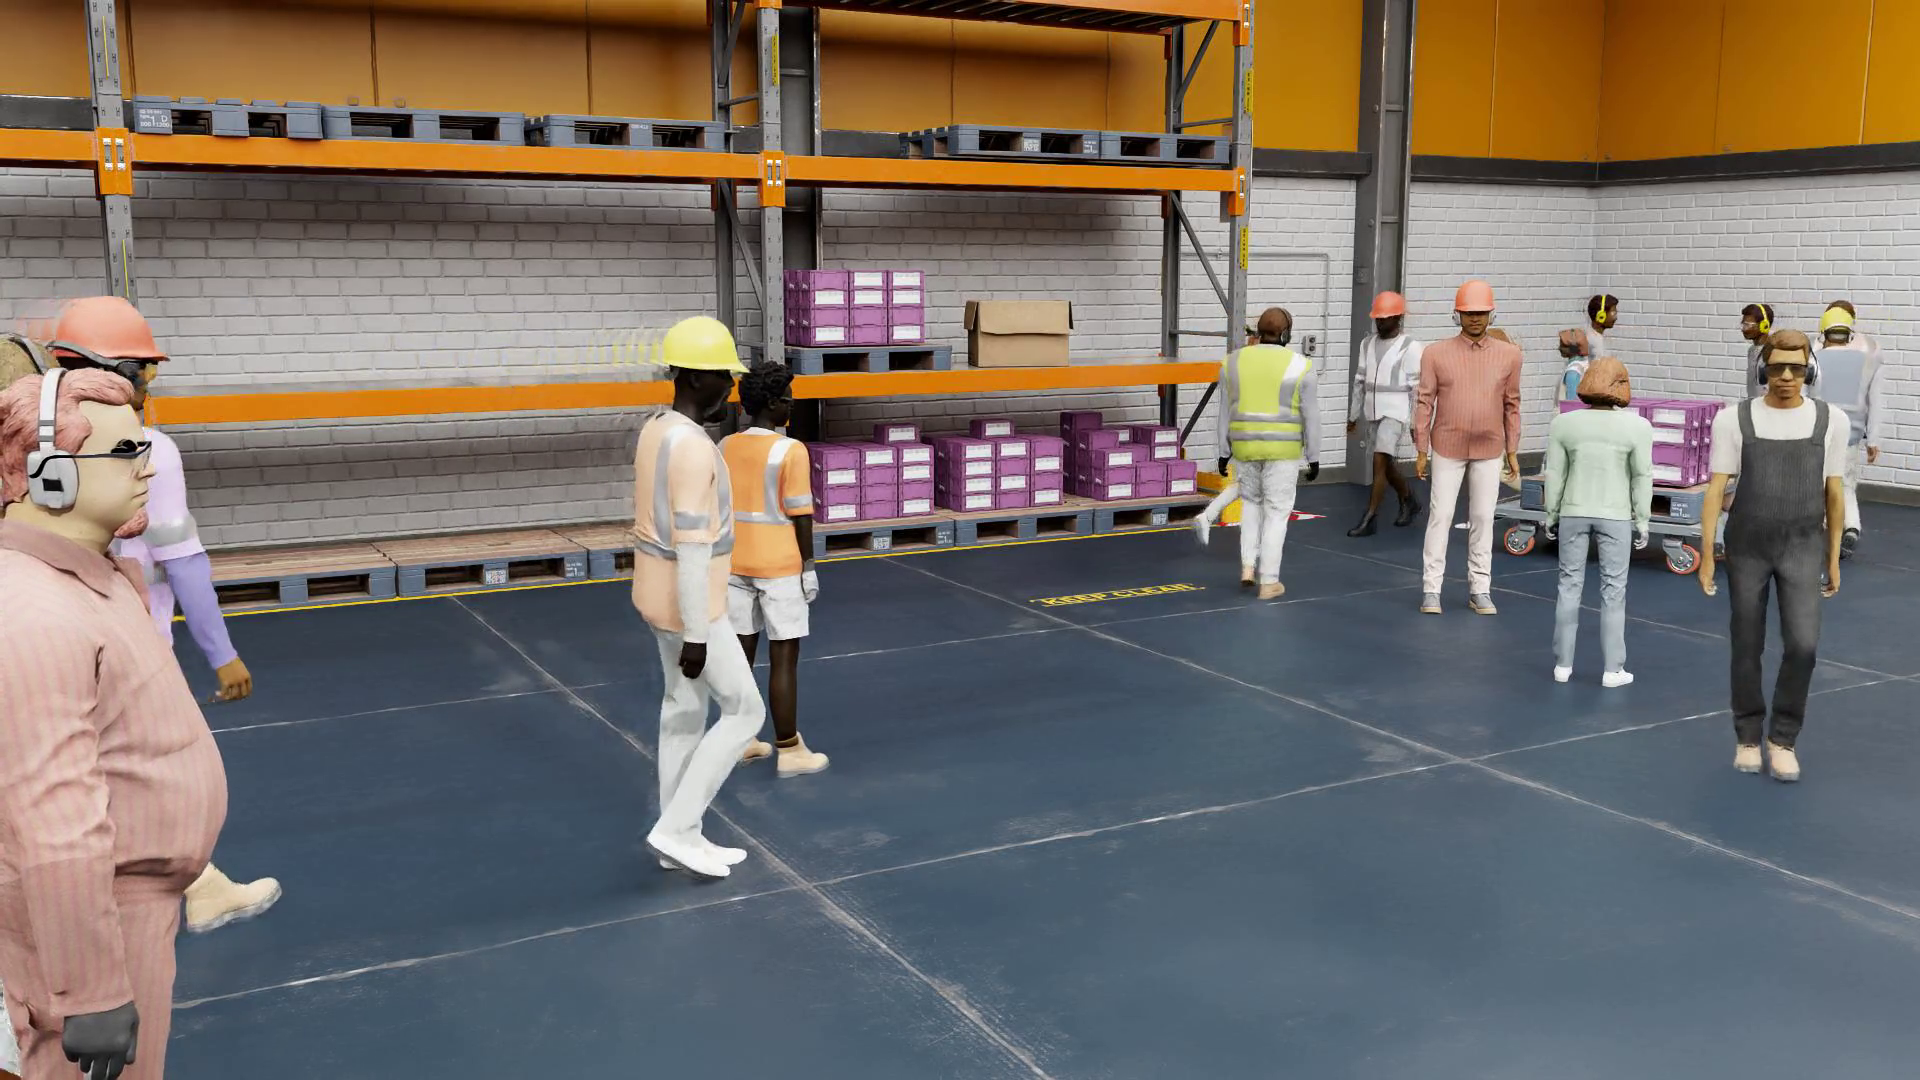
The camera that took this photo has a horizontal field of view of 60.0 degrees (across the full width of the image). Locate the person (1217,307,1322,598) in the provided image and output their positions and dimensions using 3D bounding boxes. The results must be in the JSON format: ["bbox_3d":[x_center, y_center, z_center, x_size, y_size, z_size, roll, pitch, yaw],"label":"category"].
[{"bbox_3d":[1.963,-0.550,10.483,0.650,1.822,0.519,5,11,29],"label":"person"}]

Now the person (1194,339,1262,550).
[{"bbox_3d":[2.013,-0.670,11.853,0.566,1.610,0.543,-4,10,-23],"label":"person"}]

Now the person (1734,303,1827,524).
[{"bbox_3d":[6.231,-0.915,12.770,0.993,1.812,0.532,1,9,4],"label":"person"}]

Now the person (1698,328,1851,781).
[{"bbox_3d":[3.269,0.070,6.704,0.536,1.825,0.566,4,10,22],"label":"person"}]

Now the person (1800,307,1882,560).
[{"bbox_3d":[6.121,-0.724,11.637,0.628,1.803,0.714,2,9,11],"label":"person"}]

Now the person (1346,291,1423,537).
[{"bbox_3d":[3.354,-0.995,12.997,0.937,1.903,0.583,-7,11,-36],"label":"person"}]

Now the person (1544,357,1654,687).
[{"bbox_3d":[3.164,-0.090,8.267,0.507,1.631,0.281,6,11,32],"label":"person"}]

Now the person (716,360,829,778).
[{"bbox_3d":[-0.790,0.118,6.800,0.531,1.697,0.322,7,12,37],"label":"person"}]

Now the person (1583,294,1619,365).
[{"bbox_3d":[5.186,-1.092,13.725,0.400,1.855,0.549,2,10,12],"label":"person"}]

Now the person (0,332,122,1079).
[{"bbox_3d":[-2.176,0.487,3.862,0.643,1.924,0.500,4,10,21],"label":"person"}]

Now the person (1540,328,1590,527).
[{"bbox_3d":[4.907,-0.866,13.125,0.790,1.606,0.513,6,11,32],"label":"person"}]

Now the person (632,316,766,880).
[{"bbox_3d":[-0.886,0.209,5.613,0.416,1.913,0.585,-4,10,-24],"label":"person"}]

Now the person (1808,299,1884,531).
[{"bbox_3d":[6.757,-0.938,12.865,0.621,1.828,0.482,4,10,26],"label":"person"}]

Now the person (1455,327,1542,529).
[{"bbox_3d":[4.283,-0.859,13.044,0.635,1.609,0.508,1,9,7],"label":"person"}]

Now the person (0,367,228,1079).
[{"bbox_3d":[-1.473,0.657,2.878,0.405,1.906,0.653,-5,10,-26],"label":"person"}]

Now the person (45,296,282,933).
[{"bbox_3d":[-2.467,0.305,4.790,0.615,2.000,1.036,6,11,32],"label":"person"}]

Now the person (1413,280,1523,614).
[{"bbox_3d":[3.027,-0.542,9.917,0.625,1.992,0.389,1,9,5],"label":"person"}]
